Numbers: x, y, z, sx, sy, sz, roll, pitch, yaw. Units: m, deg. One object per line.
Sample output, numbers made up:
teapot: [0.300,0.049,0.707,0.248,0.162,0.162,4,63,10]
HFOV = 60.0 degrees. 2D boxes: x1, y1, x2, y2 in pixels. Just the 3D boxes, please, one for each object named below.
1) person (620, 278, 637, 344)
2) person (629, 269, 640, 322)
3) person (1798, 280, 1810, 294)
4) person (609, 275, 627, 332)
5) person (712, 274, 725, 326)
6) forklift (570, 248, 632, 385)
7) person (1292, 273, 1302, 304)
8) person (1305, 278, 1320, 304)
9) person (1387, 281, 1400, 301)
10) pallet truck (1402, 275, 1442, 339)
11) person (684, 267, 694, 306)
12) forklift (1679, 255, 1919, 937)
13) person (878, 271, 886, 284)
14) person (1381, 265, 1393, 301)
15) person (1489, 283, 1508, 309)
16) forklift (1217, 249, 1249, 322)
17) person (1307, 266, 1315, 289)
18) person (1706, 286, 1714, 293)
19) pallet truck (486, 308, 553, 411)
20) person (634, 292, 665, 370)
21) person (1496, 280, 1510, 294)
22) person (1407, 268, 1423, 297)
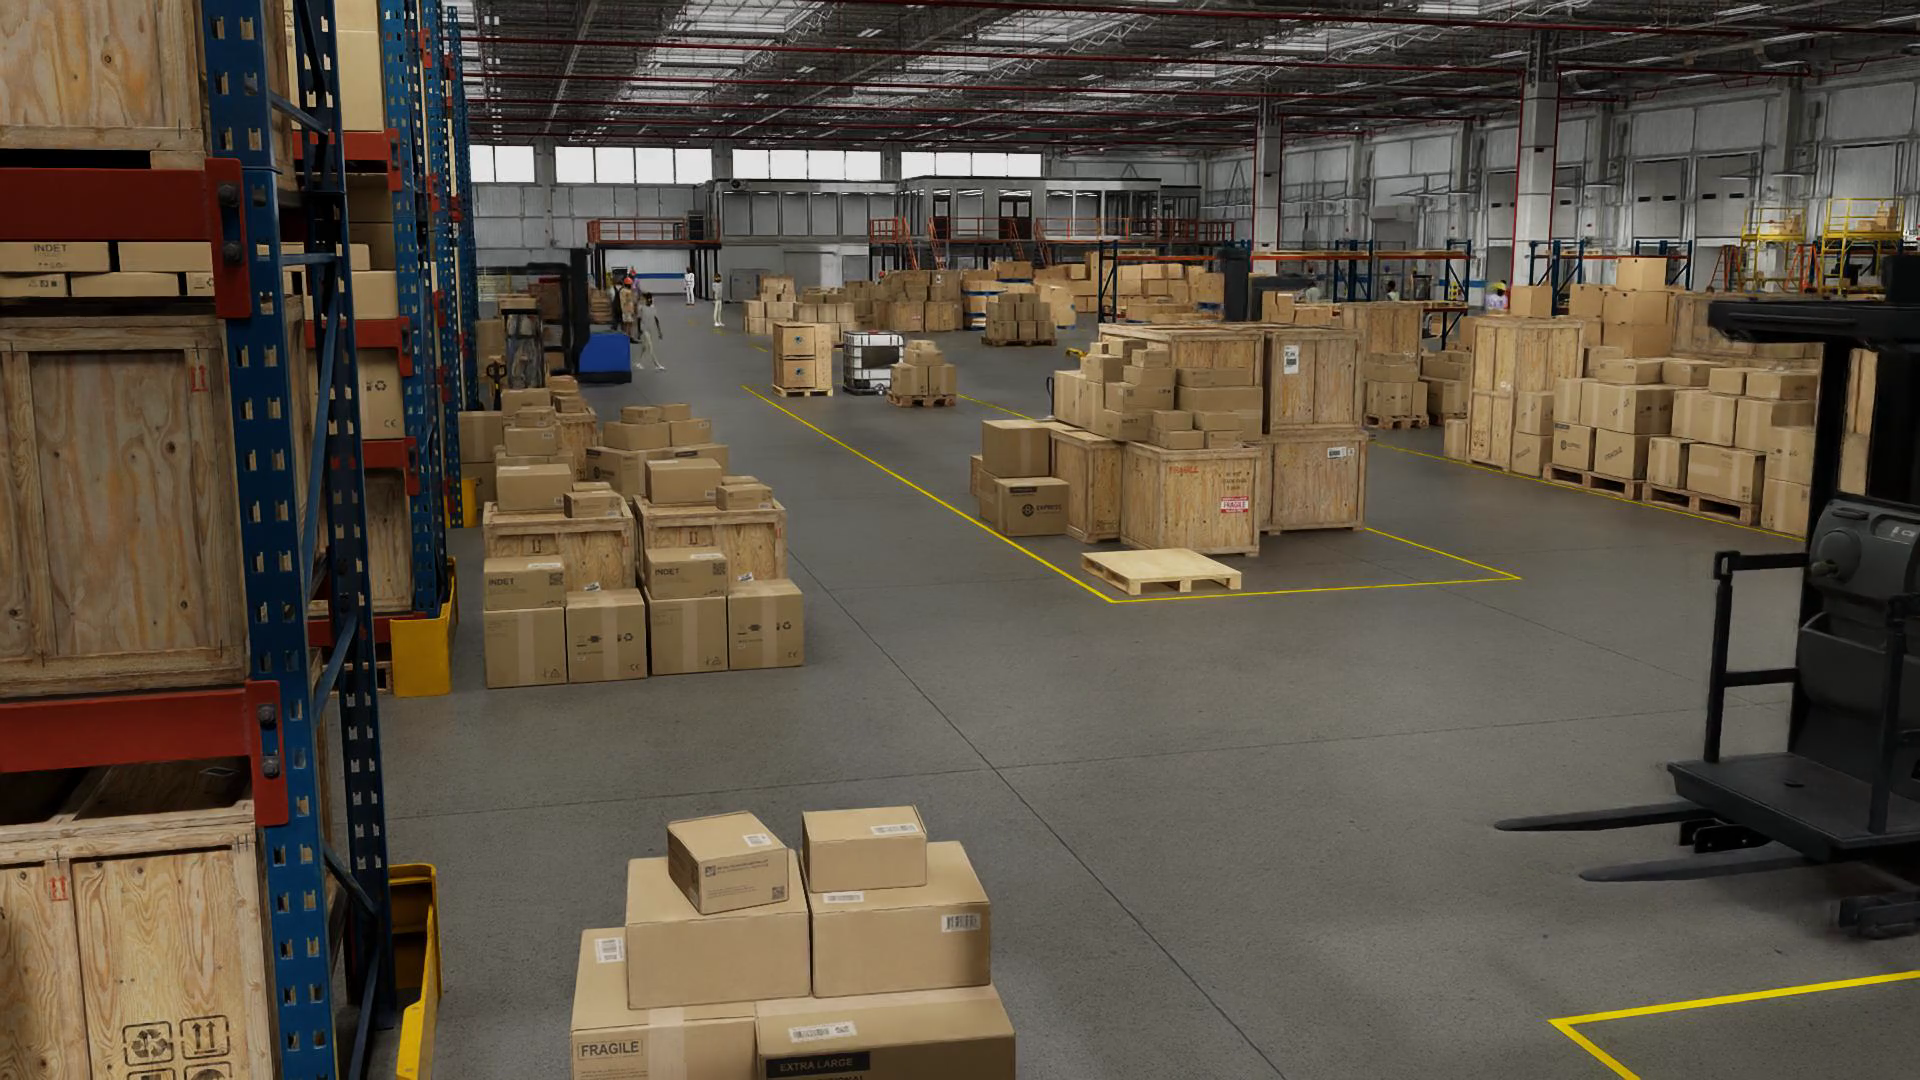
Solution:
person: [-9.832,-6.787,49.267,0.368,1.939,0.542,-9,13,-42]
person: [-12.467,-9.299,63.274,0.622,2.010,0.829,-3,10,-15]
person: [24.161,-6.471,47.585,0.818,1.907,0.558,0,10,-1]
person: [-10.301,-7.058,50.518,0.697,2.000,0.640,3,10,17]
person: [-8.735,-8.676,60.160,0.321,1.871,0.532,6,12,32]
forklift: [-7.788,-4.608,34.268,1.873,2.768,1.129,-3,10,-15]
person: [13.020,-9.498,64.894,0.625,1.846,0.429,-1,10,-7]
person: [10.652,-6.902,50.023,0.634,1.918,0.756,-10,14,-44]
person: [12.079,-6.276,46.440,0.373,1.914,0.596,8,13,37]
pallet truck: [14.620,-7.324,52.145,0.823,1.965,1.885,8,13,40]
person: [-13.105,-12.277,80.553,0.568,1.878,0.351,4,11,24]
forklift: [4.457,0.143,7.362,1.873,2.768,1.129,-3,10,-15]
person: [-2.764,-8.657,59.695,0.375,1.997,0.612,7,12,35]
person: [20.750,-12.366,80.846,0.605,1.943,0.402,7,12,36]
person: [14.686,-6.051,45.282,0.587,1.866,1.008,-2,10,-10]
forklift: [3.960,-2.816,24.118,1.873,2.768,1.129,2,10,12]
person: [17.023,-12.347,80.755,0.379,1.938,0.547,-3,11,-18]
person: [19.976,-5.865,44.361,0.526,1.820,0.640,6,12,30]
pallet truck: [-6.242,-2.418,24.362,0.823,1.965,1.885,1,10,3]
person: [-7.260,-4.859,38.720,1.018,1.814,0.530,7,12,35]
person: [19.080,-8.297,58.500,0.533,1.698,0.322,-2,10,-9]
person: [20.909,-11.525,76.310,0.632,1.854,1.003,7,12,35]
